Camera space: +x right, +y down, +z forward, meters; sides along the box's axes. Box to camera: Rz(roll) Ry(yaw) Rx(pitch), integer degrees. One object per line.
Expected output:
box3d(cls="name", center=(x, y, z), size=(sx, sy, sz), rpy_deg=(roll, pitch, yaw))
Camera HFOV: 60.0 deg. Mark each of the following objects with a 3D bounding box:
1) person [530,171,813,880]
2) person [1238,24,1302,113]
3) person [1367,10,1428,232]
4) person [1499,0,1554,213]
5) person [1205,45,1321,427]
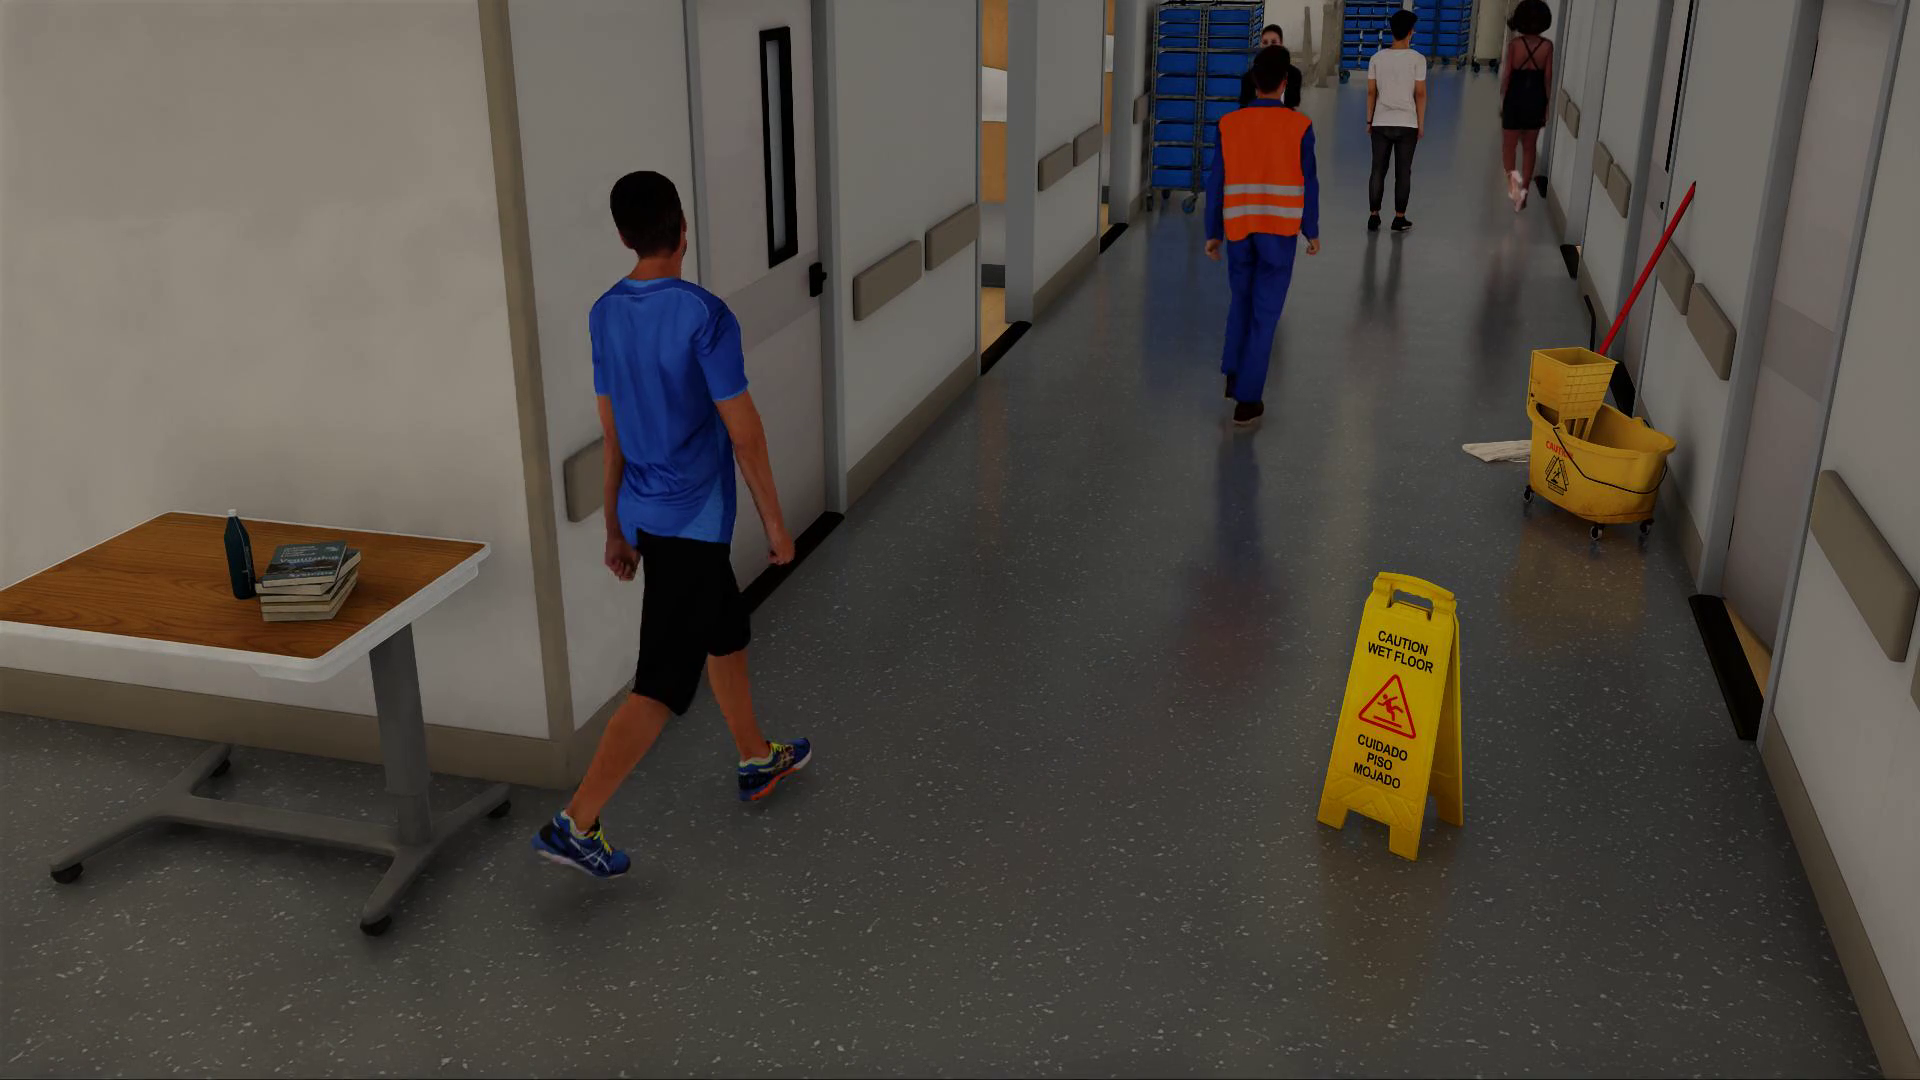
box3d(cls="person", center=(-0.802, 0.024, 4.340), size=(1.008, 1.808, 1.321), rpy_deg=(18, 27, 39))
box3d(cls="person", center=(2.345, -3.035, 12.605), size=(0.641, 1.676, 0.640), rpy_deg=(5, 21, 13))
box3d(cls="person", center=(3.507, -3.386, 13.421), size=(0.671, 1.722, 0.612), rpy_deg=(11, 23, 26))
box3d(cls="person", center=(4.735, -3.599, 13.974), size=(0.582, 1.760, 0.952), rpy_deg=(5, 21, 13))
box3d(cls="person", center=(1.472, -1.474, 8.236), size=(0.762, 1.850, 0.770), rpy_deg=(11, 23, 26))
